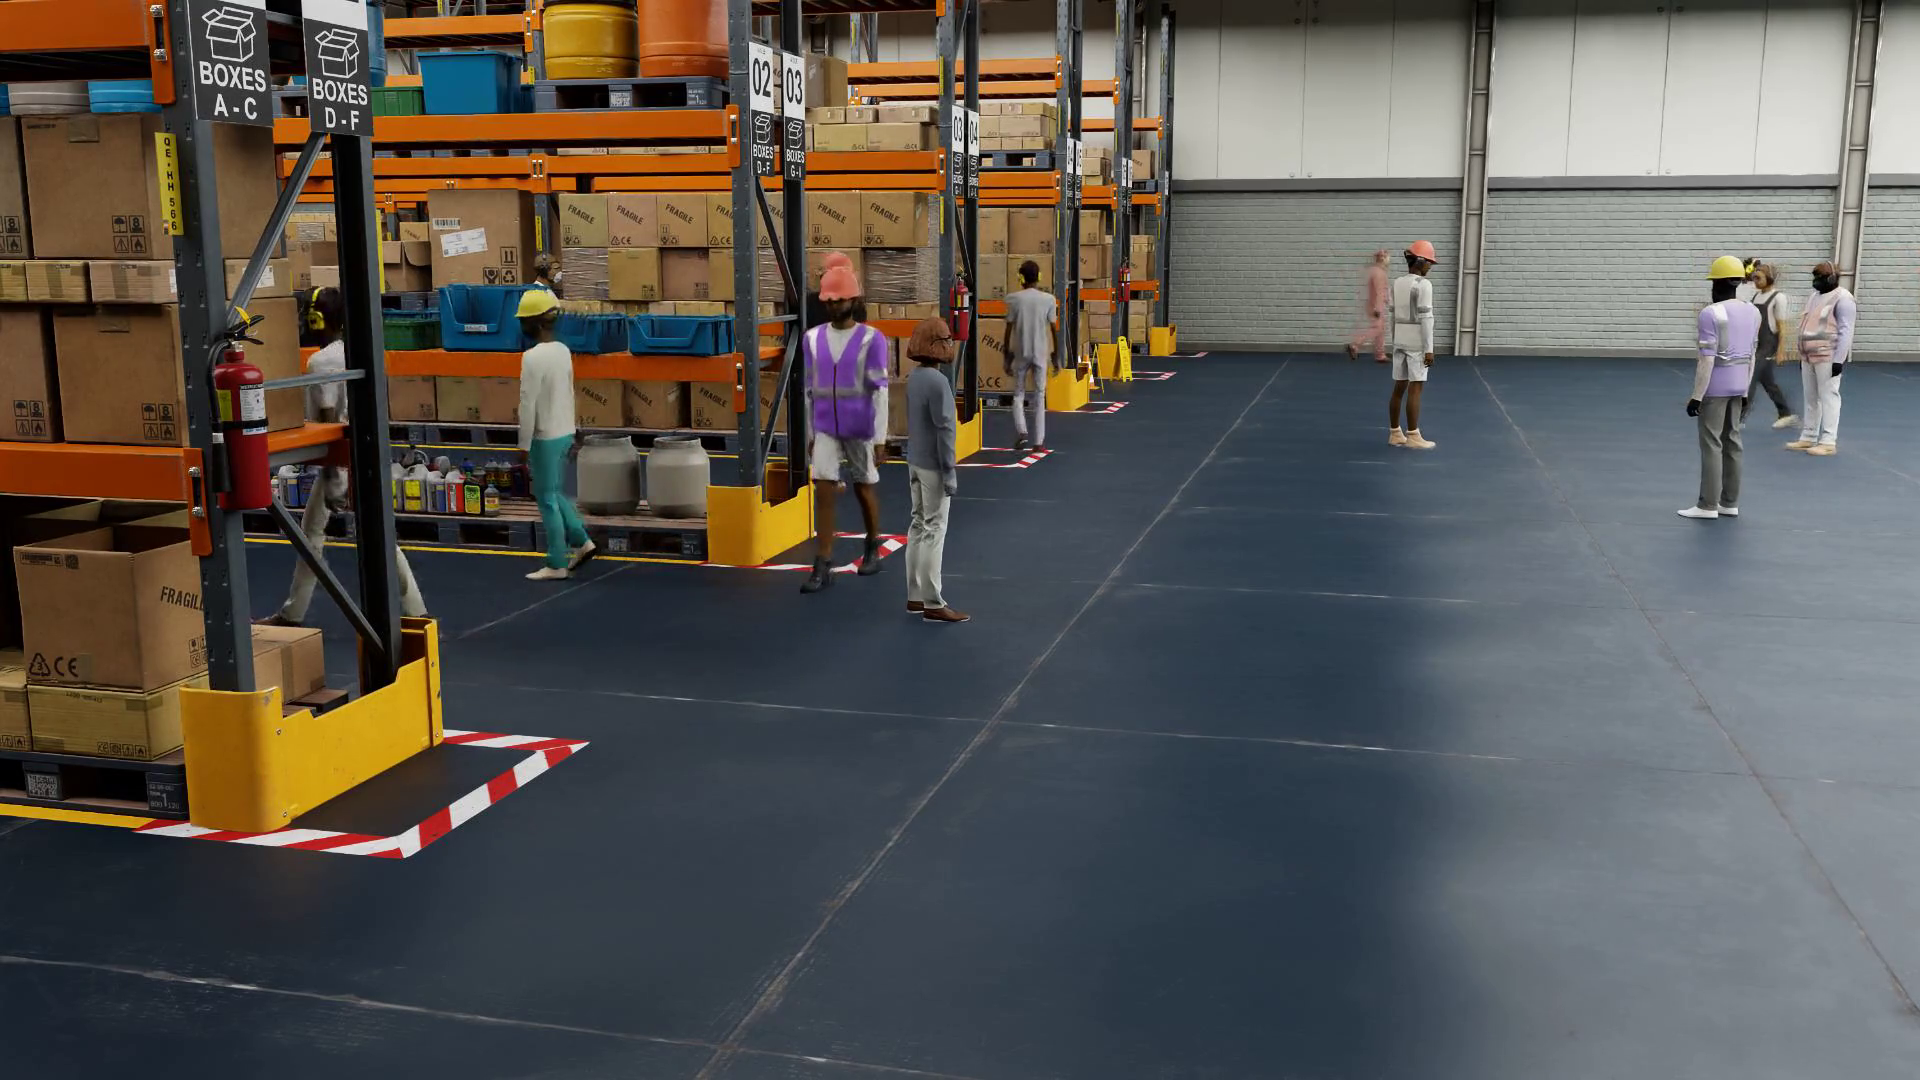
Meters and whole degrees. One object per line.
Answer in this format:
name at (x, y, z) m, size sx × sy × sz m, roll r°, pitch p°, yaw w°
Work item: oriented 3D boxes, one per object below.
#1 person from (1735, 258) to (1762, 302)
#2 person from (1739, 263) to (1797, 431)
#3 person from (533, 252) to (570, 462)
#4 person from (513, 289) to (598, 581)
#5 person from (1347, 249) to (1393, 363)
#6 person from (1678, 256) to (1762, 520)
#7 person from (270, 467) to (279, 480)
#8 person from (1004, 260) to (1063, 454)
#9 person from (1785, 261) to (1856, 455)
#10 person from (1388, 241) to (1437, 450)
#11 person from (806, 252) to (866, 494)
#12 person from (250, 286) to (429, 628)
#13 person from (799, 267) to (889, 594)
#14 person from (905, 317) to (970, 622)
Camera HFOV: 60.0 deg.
person at (9.387, -2.526, 20.341) m, size 0.705 × 1.831 × 0.377 m, roll -3°, pitch 11°, yaw -14°
person at (8.646, -2.067, 17.874) m, size 0.971 × 1.802 × 0.529 m, roll -1°, pitch 10°, yaw -7°
person at (-3.812, -1.671, 15.320) m, size 0.370 × 1.933 × 0.626 m, roll -2°, pitch 10°, yaw -8°
person at (-2.483, -0.613, 9.949) m, size 0.354 × 1.754 × 0.526 m, roll 2°, pitch 10°, yaw 10°
person at (6.874, -3.876, 27.642) m, size 0.717 × 1.890 × 0.653 m, roll 2°, pitch 10°, yaw 11°
person at (5.566, -1.109, 12.195) m, size 0.595 × 1.925 × 0.371 m, roll -5°, pitch 12°, yaw -28°
person at (-5.701, -1.309, 13.266) m, size 0.802 × 1.934 × 0.626 m, roll 3°, pitch 11°, yaw 14°
person at (0.712, -1.740, 15.905) m, size 0.568 × 1.850 × 0.403 m, roll 1°, pitch 10°, yaw 6°
person at (8.238, -1.736, 15.916) m, size 0.429 × 1.839 × 0.634 m, roll -1°, pitch 10°, yaw -5°
person at (4.445, -1.899, 16.283) m, size 0.391 × 2.034 × 0.605 m, roll -4°, pitch 11°, yaw -21°
person at (-1.063, -1.317, 13.312) m, size 0.638 × 1.935 × 0.949 m, roll -3°, pitch 11°, yaw -18°
person at (-3.157, -0.376, 8.458) m, size 1.001 × 1.817 × 0.547 m, roll 2°, pitch 10°, yaw 11°
person at (-0.676, -0.656, 9.902) m, size 0.565 × 1.911 × 0.913 m, roll 3°, pitch 11°, yaw 16°
person at (-0.143, -0.379, 8.955) m, size 0.284 × 1.636 × 0.500 m, roll -4°, pitch 11°, yaw -22°
